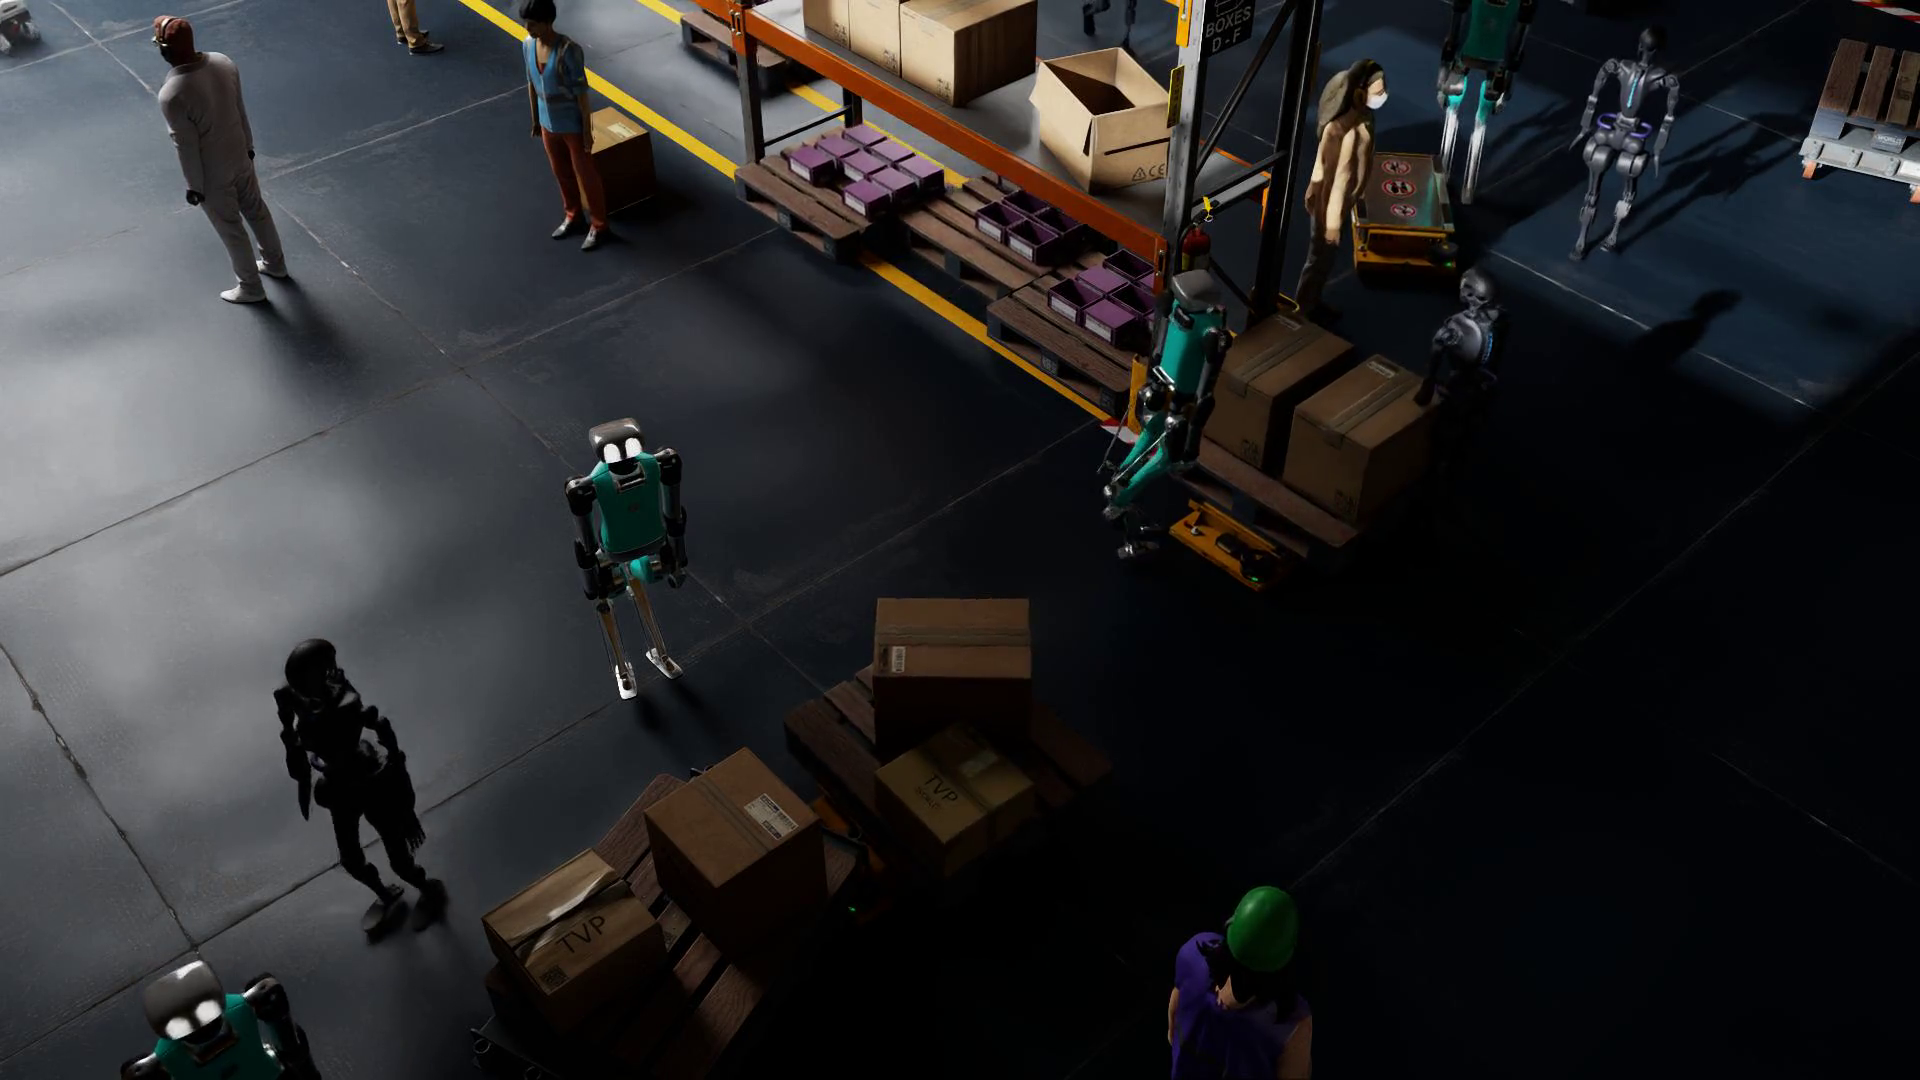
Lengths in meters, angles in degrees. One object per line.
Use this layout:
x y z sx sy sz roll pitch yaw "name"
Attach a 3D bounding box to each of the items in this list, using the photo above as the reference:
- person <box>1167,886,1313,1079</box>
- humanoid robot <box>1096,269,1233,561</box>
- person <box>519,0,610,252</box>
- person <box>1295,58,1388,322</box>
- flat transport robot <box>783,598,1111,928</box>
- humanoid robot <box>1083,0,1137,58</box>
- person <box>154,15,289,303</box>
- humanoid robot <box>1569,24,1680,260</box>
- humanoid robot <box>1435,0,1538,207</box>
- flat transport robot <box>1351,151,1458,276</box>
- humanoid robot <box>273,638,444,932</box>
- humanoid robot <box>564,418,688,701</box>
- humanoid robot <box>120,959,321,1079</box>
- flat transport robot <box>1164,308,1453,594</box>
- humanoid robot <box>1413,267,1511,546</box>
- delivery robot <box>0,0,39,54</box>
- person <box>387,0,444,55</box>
0.957 1.861 5.841 0.544 1.932 0.397 33 52 31 "person"
0.941 -0.543 8.603 0.732 1.783 0.532 -17 45 -18 "humanoid robot"
-2.635 -2.759 10.997 0.501 1.759 0.339 20 46 20 "person"
2.296 -2.076 10.179 0.391 1.869 0.558 18 45 18 "person"
-0.113 1.184 7.807 1.431 0.231 0.659 -29 50 -28 "flat transport robot"
1.256 -4.707 13.189 0.583 1.641 0.630 -15 45 -16 "humanoid robot"
-4.693 -2.383 10.478 0.411 1.906 0.653 11 44 12 "person"
4.310 -2.597 10.877 0.601 1.656 0.353 24 48 24 "humanoid robot"
3.570 -3.215 11.467 0.543 1.752 0.683 12 44 13 "humanoid robot"
3.064 -2.324 11.623 0.659 0.231 1.431 4 43 5 "flat transport robot"
-2.505 1.046 6.916 0.600 1.661 0.347 11 44 12 "humanoid robot"
-1.611 0.013 7.898 0.533 1.677 0.735 -21 47 -22 "humanoid robot"
-2.666 1.910 5.982 0.530 1.774 1.025 -34 52 -31 "humanoid robot"
1.905 -0.247 9.364 1.431 0.231 0.659 -32 51 -30 "flat transport robot"
2.637 -0.703 8.829 0.602 1.665 0.376 -23 47 -23 "humanoid robot"
-7.981 -4.340 13.616 0.814 0.610 0.499 22 47 22 "delivery robot"
-4.465 -4.715 13.125 0.323 1.751 0.560 -25 48 -24 "person"
